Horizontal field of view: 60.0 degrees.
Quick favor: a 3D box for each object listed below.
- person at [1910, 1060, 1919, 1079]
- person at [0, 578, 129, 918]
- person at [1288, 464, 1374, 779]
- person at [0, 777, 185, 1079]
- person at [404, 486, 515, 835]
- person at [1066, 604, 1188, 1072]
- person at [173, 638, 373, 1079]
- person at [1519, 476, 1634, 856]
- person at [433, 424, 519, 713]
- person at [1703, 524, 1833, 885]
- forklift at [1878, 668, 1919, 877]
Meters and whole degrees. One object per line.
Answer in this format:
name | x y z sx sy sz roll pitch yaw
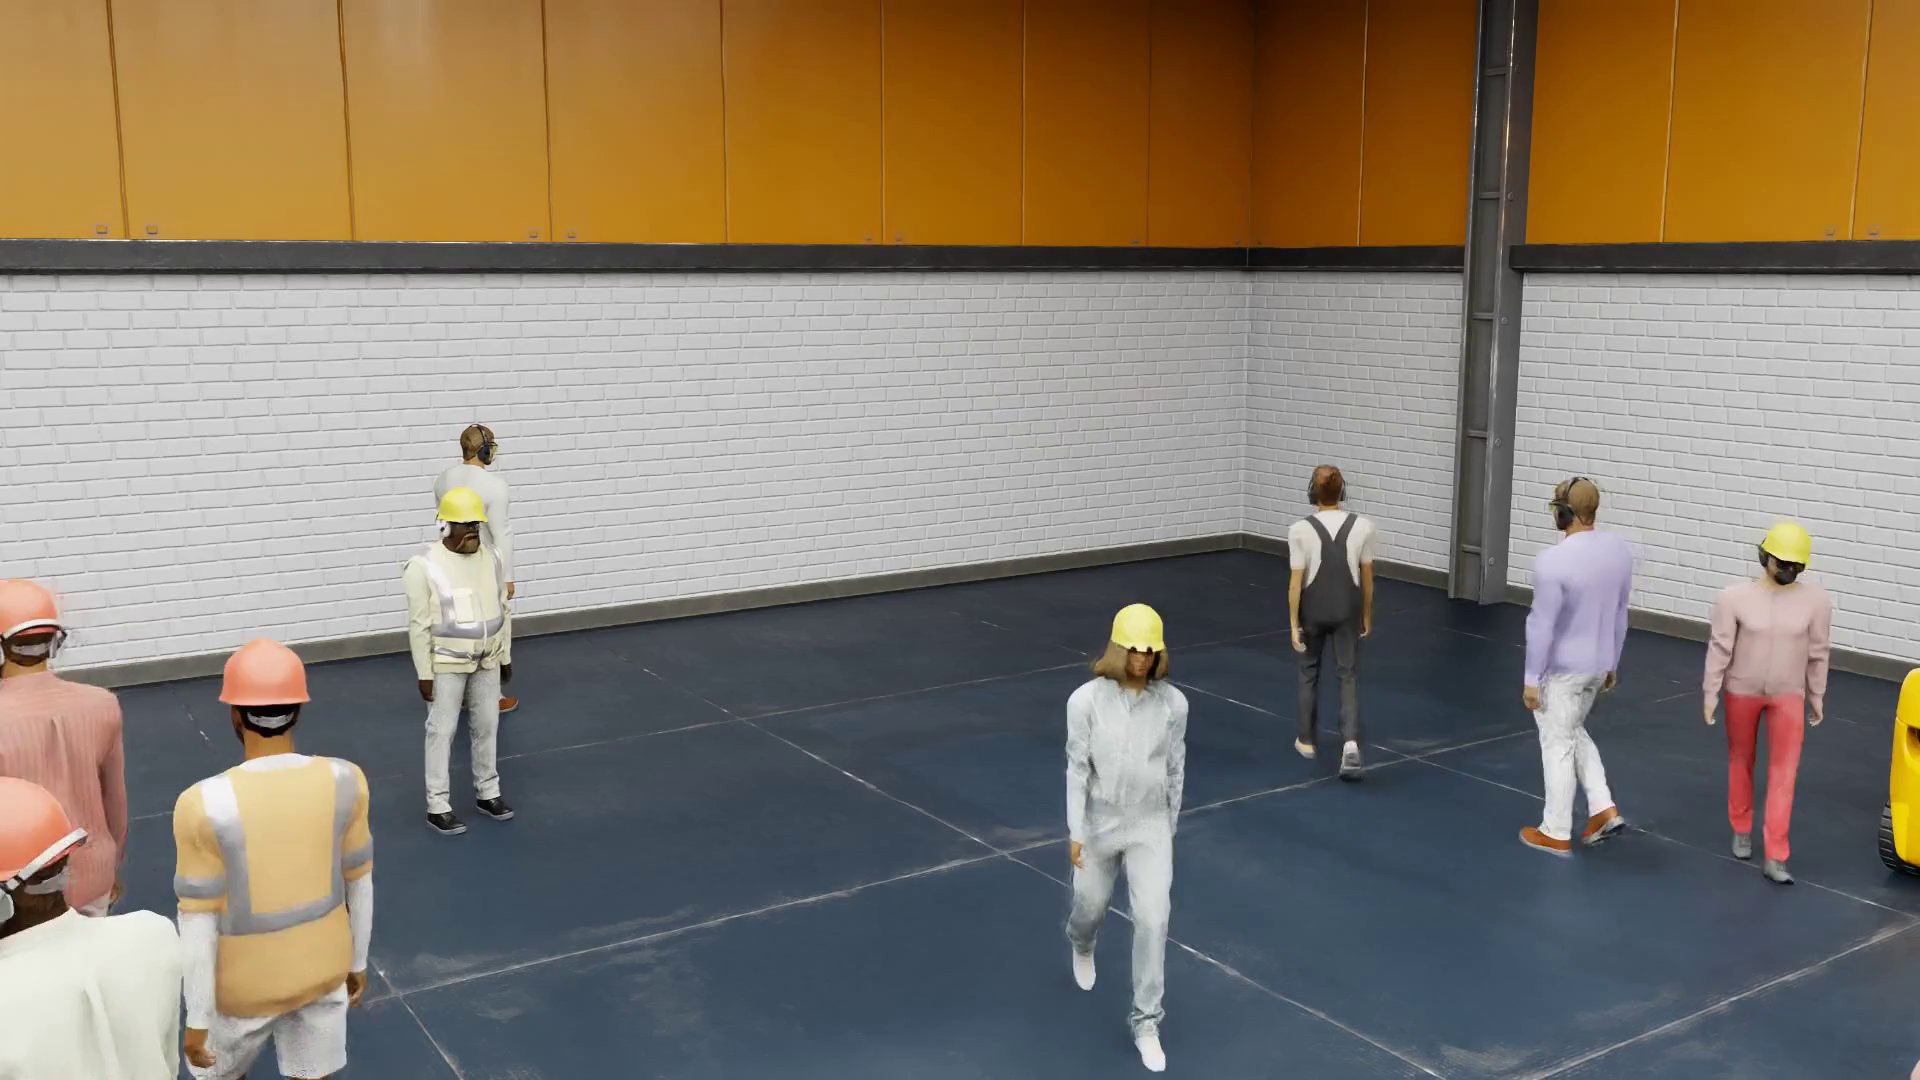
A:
person | 2.037 1.536 3.119 0.985 1.853 0.677 9 13 42
person | -2.953 1.103 5.323 0.468 1.981 0.658 5 11 27
person | 2.171 0.465 9.714 0.523 1.817 0.869 1 9 4
person | -1.911 1.424 3.493 1.011 1.938 0.630 5 11 27
person | -2.601 0.621 8.738 0.403 1.823 0.596 8 12 39
person | 0.623 1.062 6.392 0.482 1.717 0.786 -1 9 -6
person | -1.971 1.228 4.784 0.572 1.912 0.474 -9 13 -42
person | 3.038 0.640 8.285 0.649 1.929 0.443 -6 11 -31
person | -3.174 0.201 10.948 0.630 1.934 0.364 6 11 31
person | 3.889 0.781 8.024 0.556 1.714 0.861 3 10 20
forklift | 5.511 0.571 7.906 2.313 2.155 1.214 -6 11 -33
